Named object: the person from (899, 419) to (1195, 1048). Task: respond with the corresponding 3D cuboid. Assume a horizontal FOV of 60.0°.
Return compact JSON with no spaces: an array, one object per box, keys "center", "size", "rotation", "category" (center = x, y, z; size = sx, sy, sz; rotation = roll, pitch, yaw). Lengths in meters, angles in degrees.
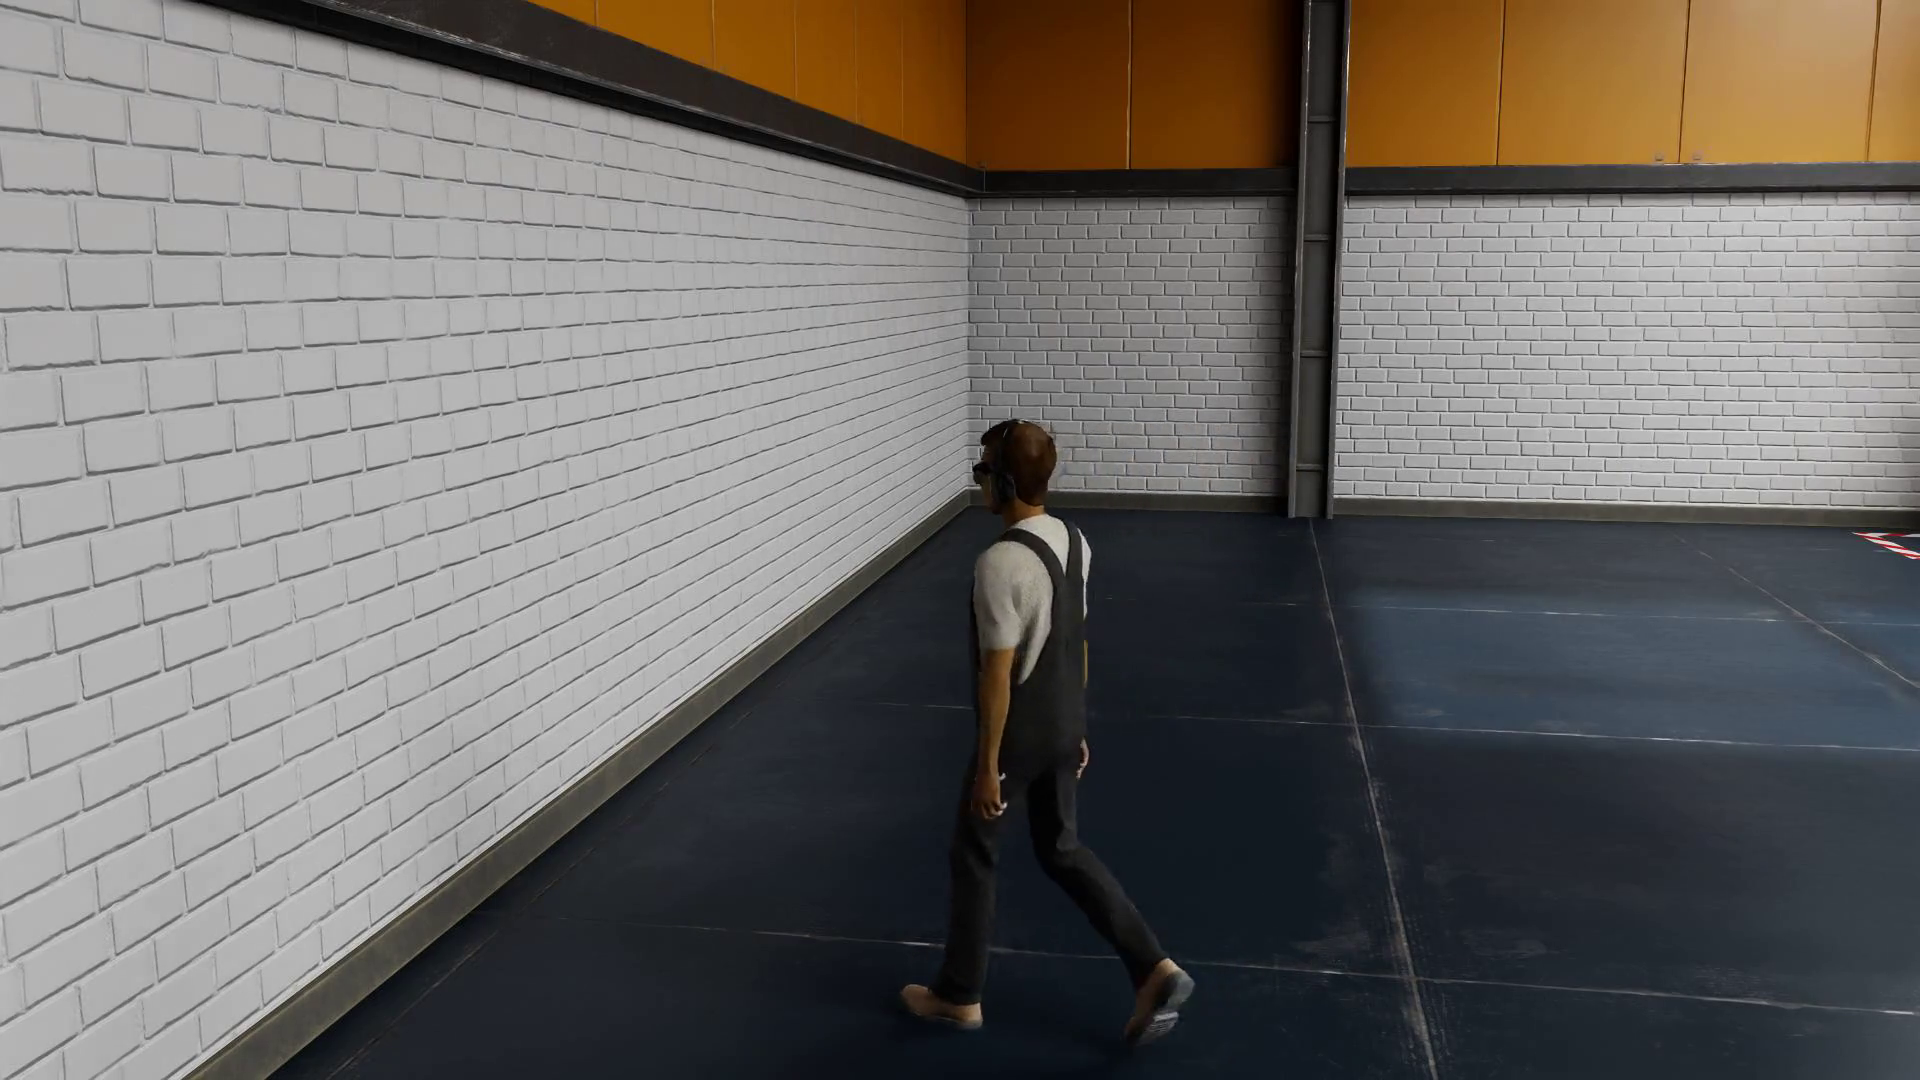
[{"center":[0.228,0.562,4.705],"size":[0.860,1.818,0.518],"rotation":[7,11,36],"category":"person"}]
